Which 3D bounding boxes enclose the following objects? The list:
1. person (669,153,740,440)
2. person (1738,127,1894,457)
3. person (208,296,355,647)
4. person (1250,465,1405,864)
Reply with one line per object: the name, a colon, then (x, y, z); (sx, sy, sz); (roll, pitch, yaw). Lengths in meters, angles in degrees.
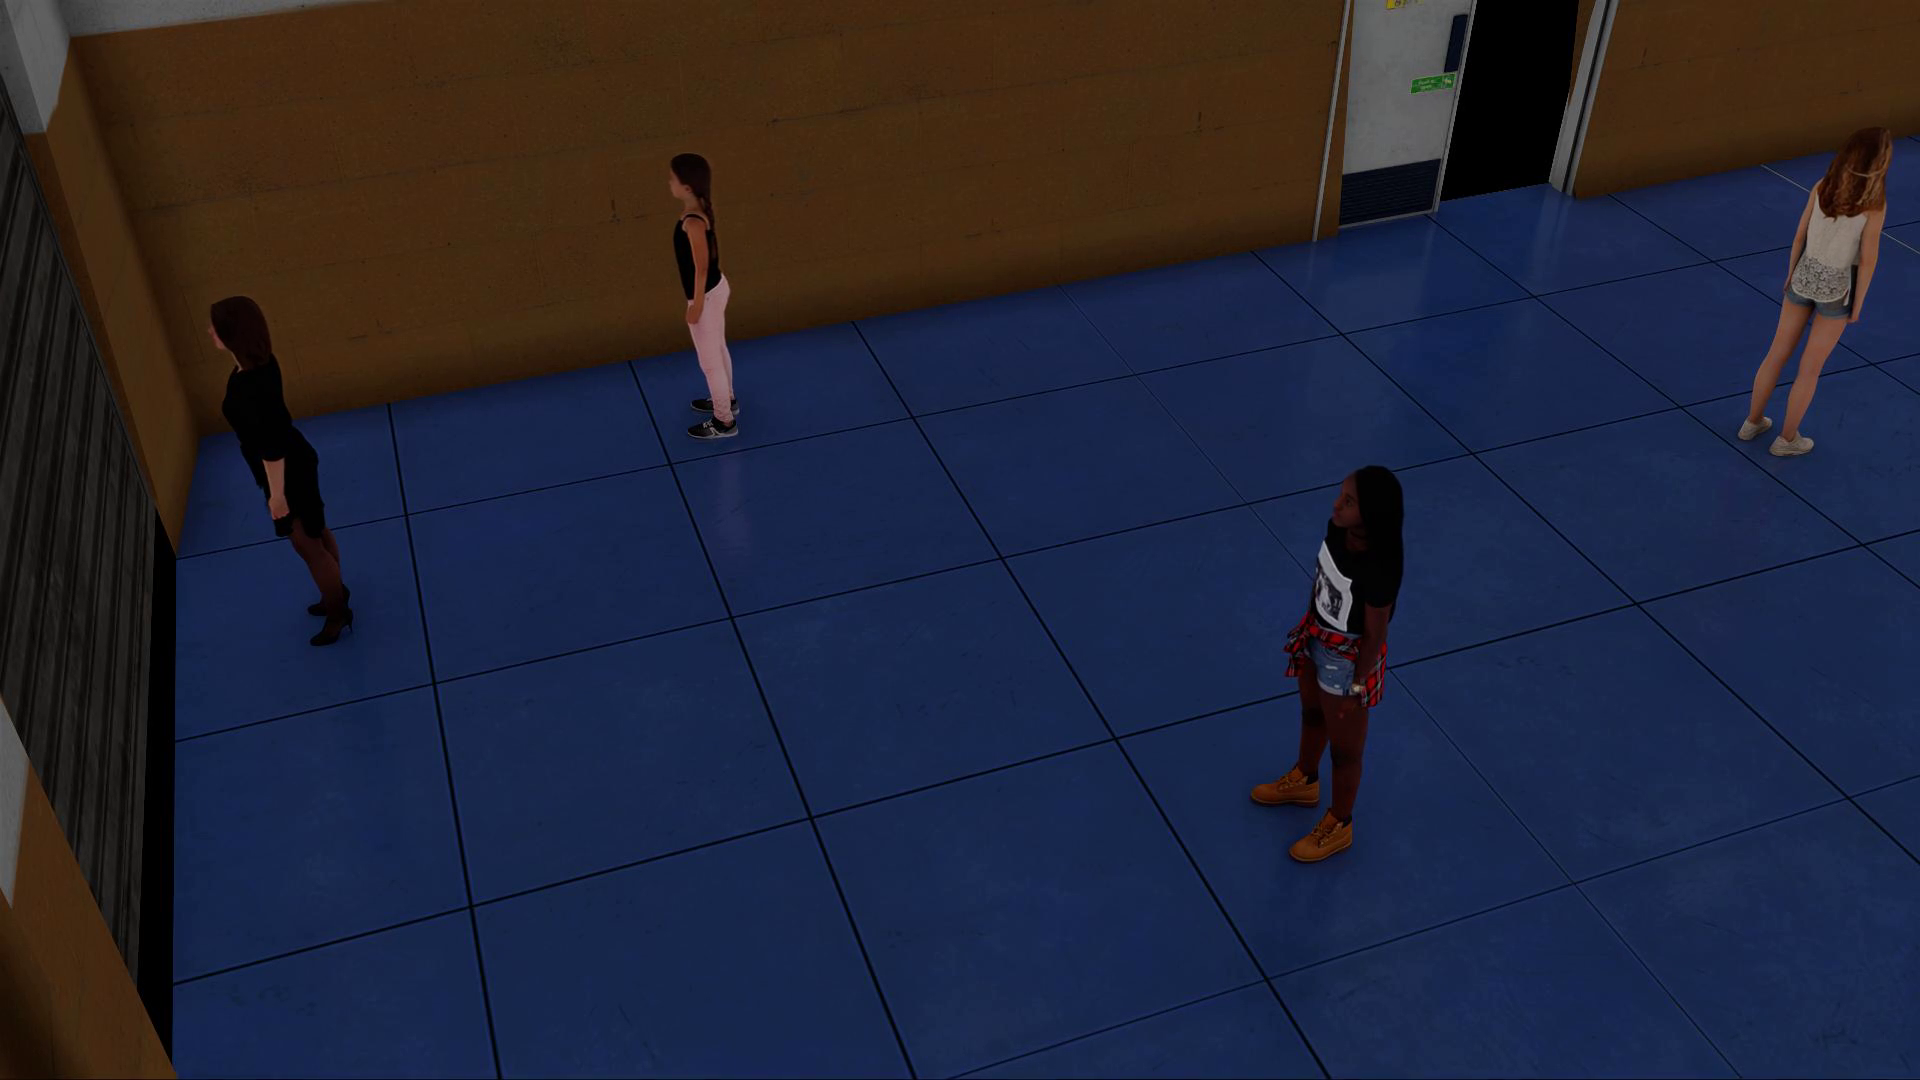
person: (-1.305, -1.246, 8.507); (0.663, 1.564, 0.554); (1, 37, 1)
person: (4.292, -1.225, 8.316); (0.672, 1.759, 0.527); (-21, 42, -26)
person: (-2.863, -0.281, 7.088); (0.665, 1.706, 0.465); (-9, 38, -12)
person: (1.396, 0.446, 6.115); (0.670, 1.729, 0.539); (-10, 38, -13)
